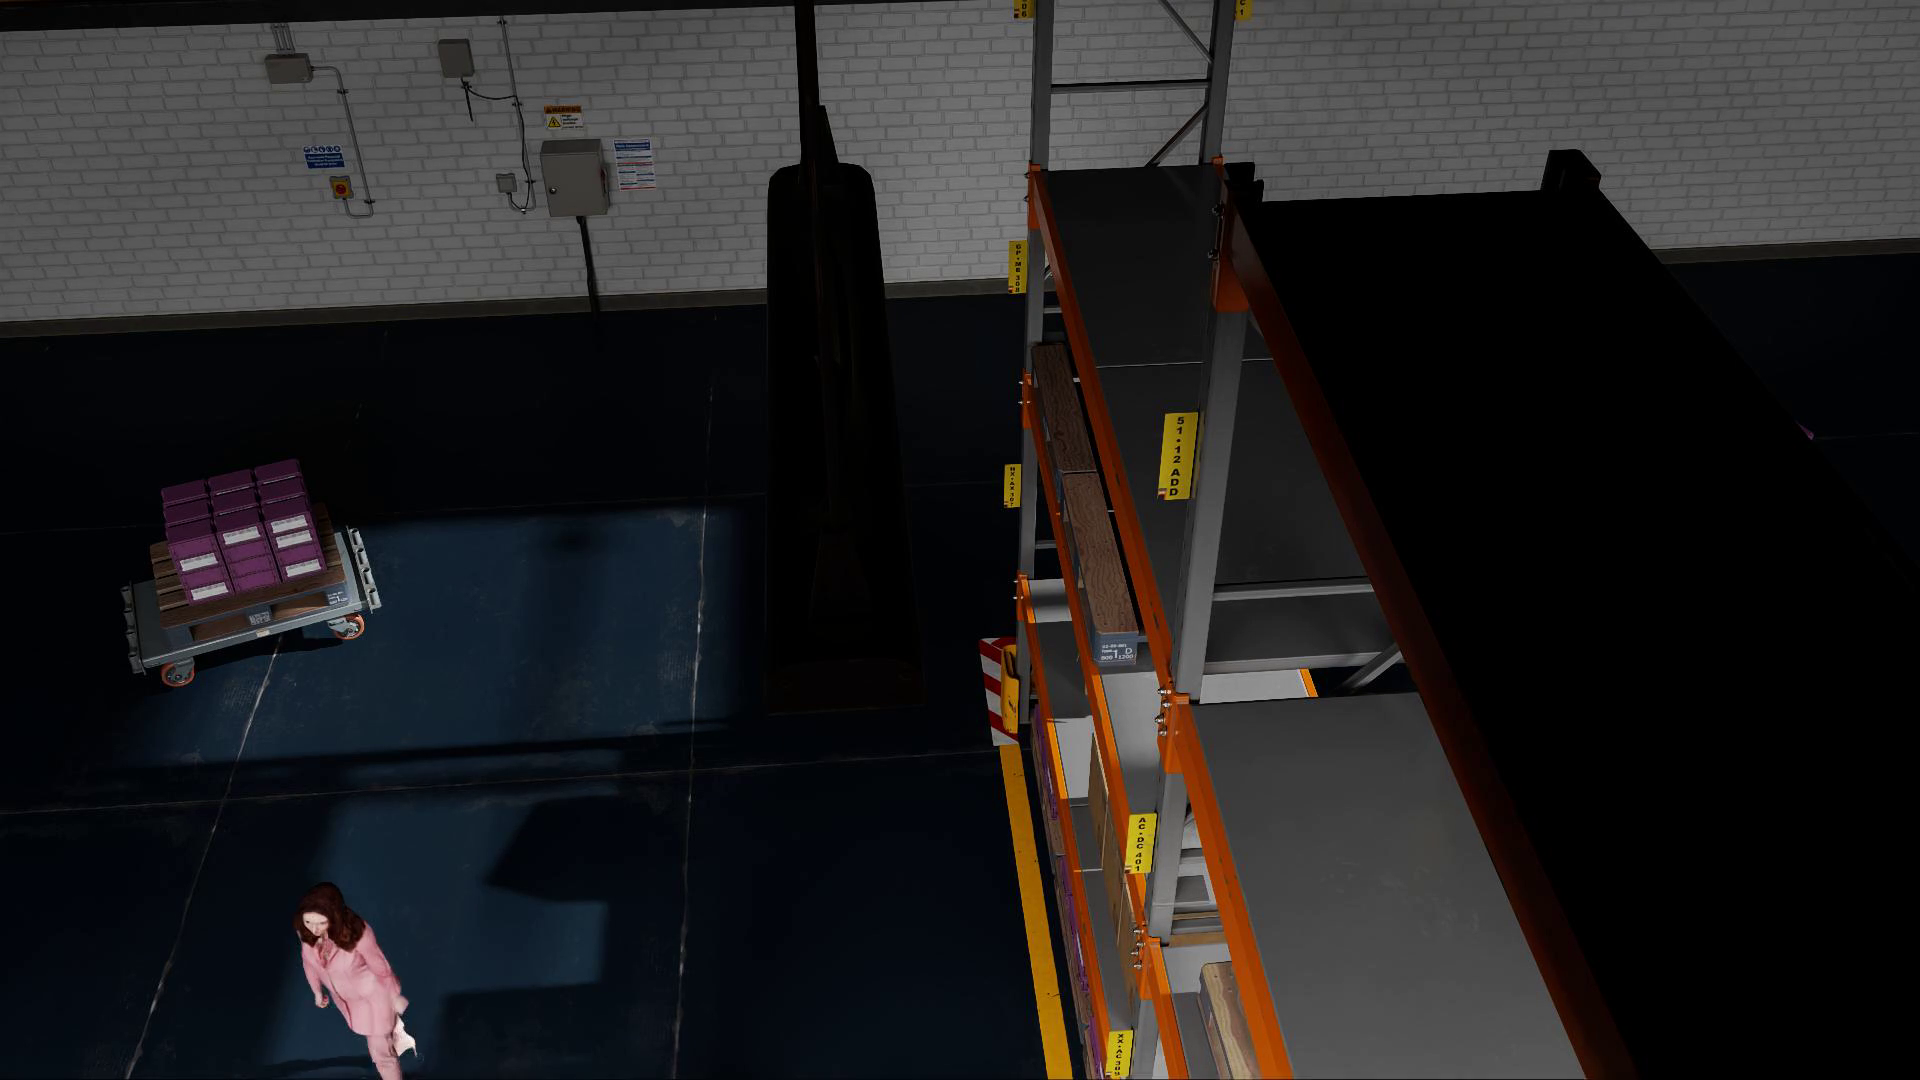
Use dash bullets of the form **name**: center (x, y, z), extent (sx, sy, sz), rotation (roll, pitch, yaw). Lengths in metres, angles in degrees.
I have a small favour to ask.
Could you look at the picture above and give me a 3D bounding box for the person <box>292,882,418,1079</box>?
- **person**: center (-3.074, 2.278, 8.579), extent (0.803, 1.770, 0.895), rotation (17, 42, 20)
